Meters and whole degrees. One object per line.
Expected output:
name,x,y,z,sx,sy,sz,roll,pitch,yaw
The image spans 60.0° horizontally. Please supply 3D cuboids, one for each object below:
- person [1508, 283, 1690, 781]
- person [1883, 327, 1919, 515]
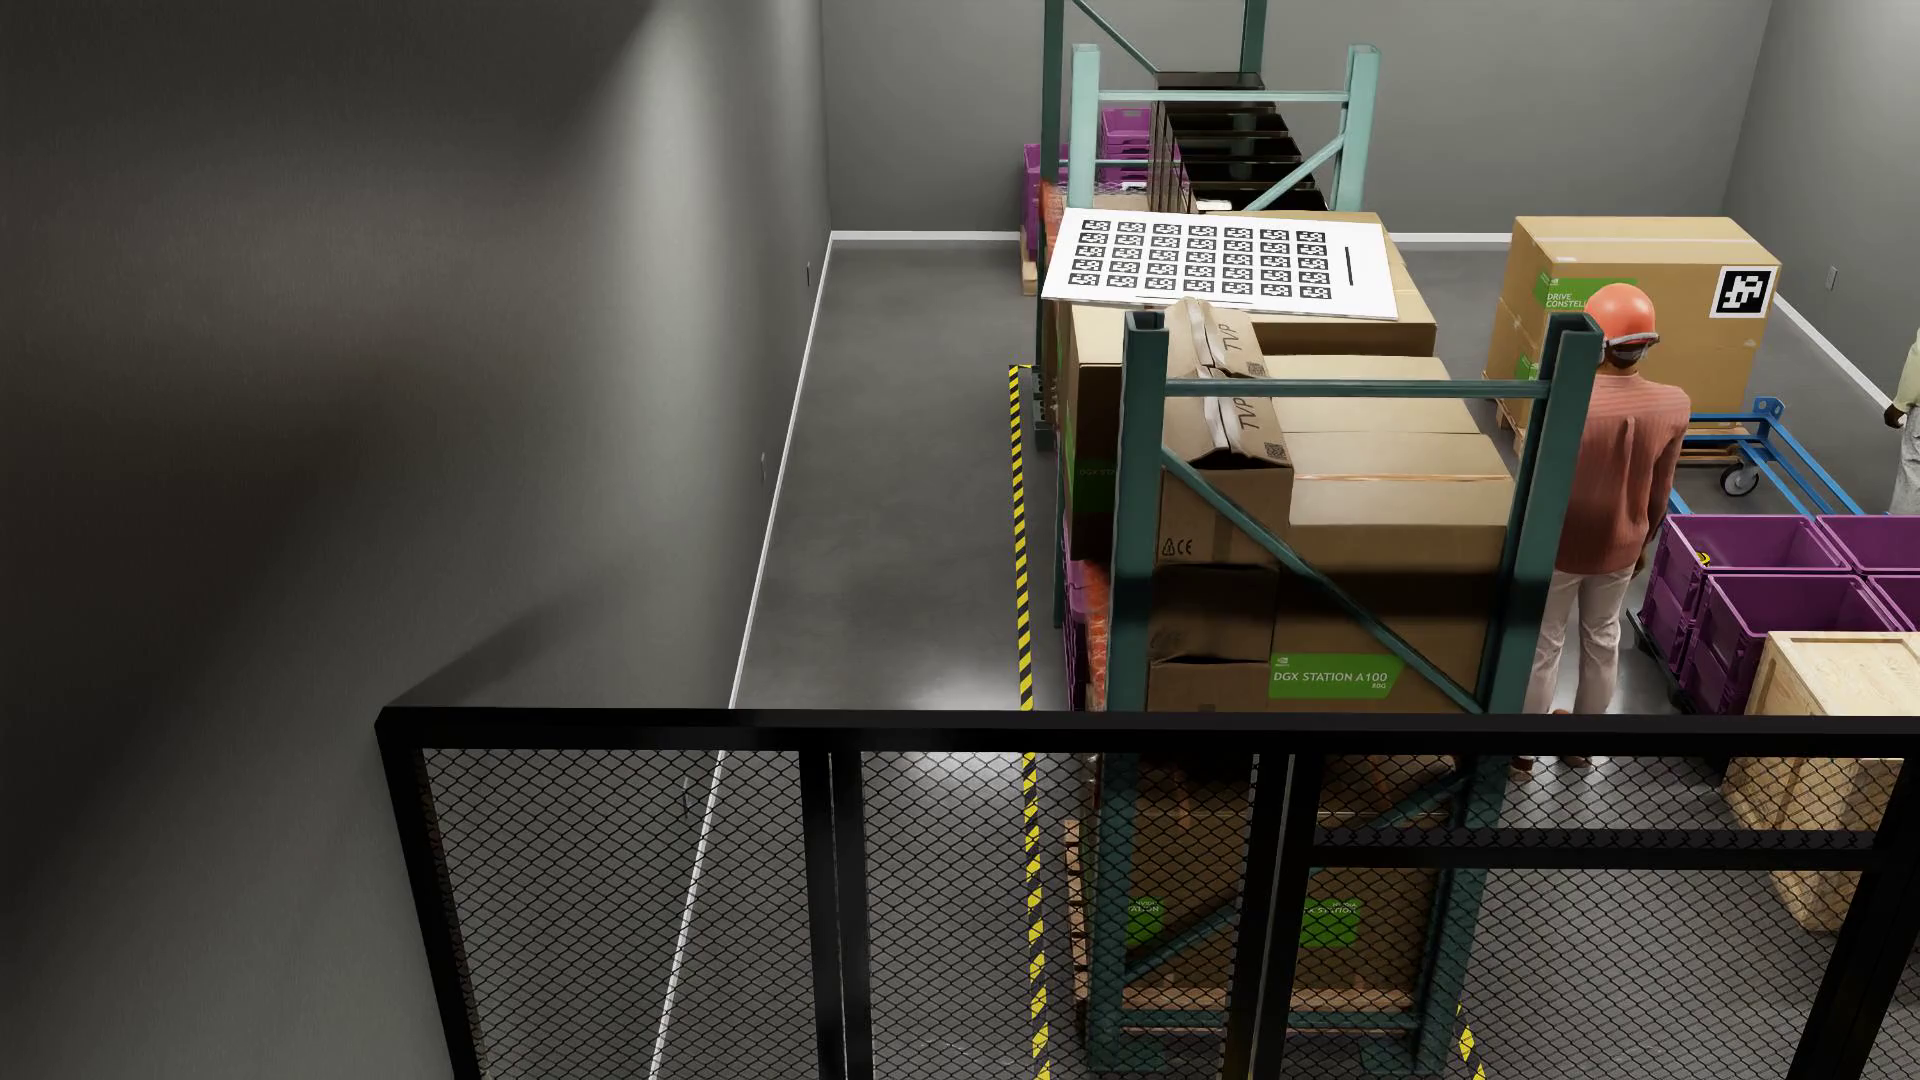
person,2.286,0.003,6.158,0.612,1.991,0.401,-6,32,-10
person,4.444,-0.648,7.388,0.588,1.837,0.403,2,31,4
